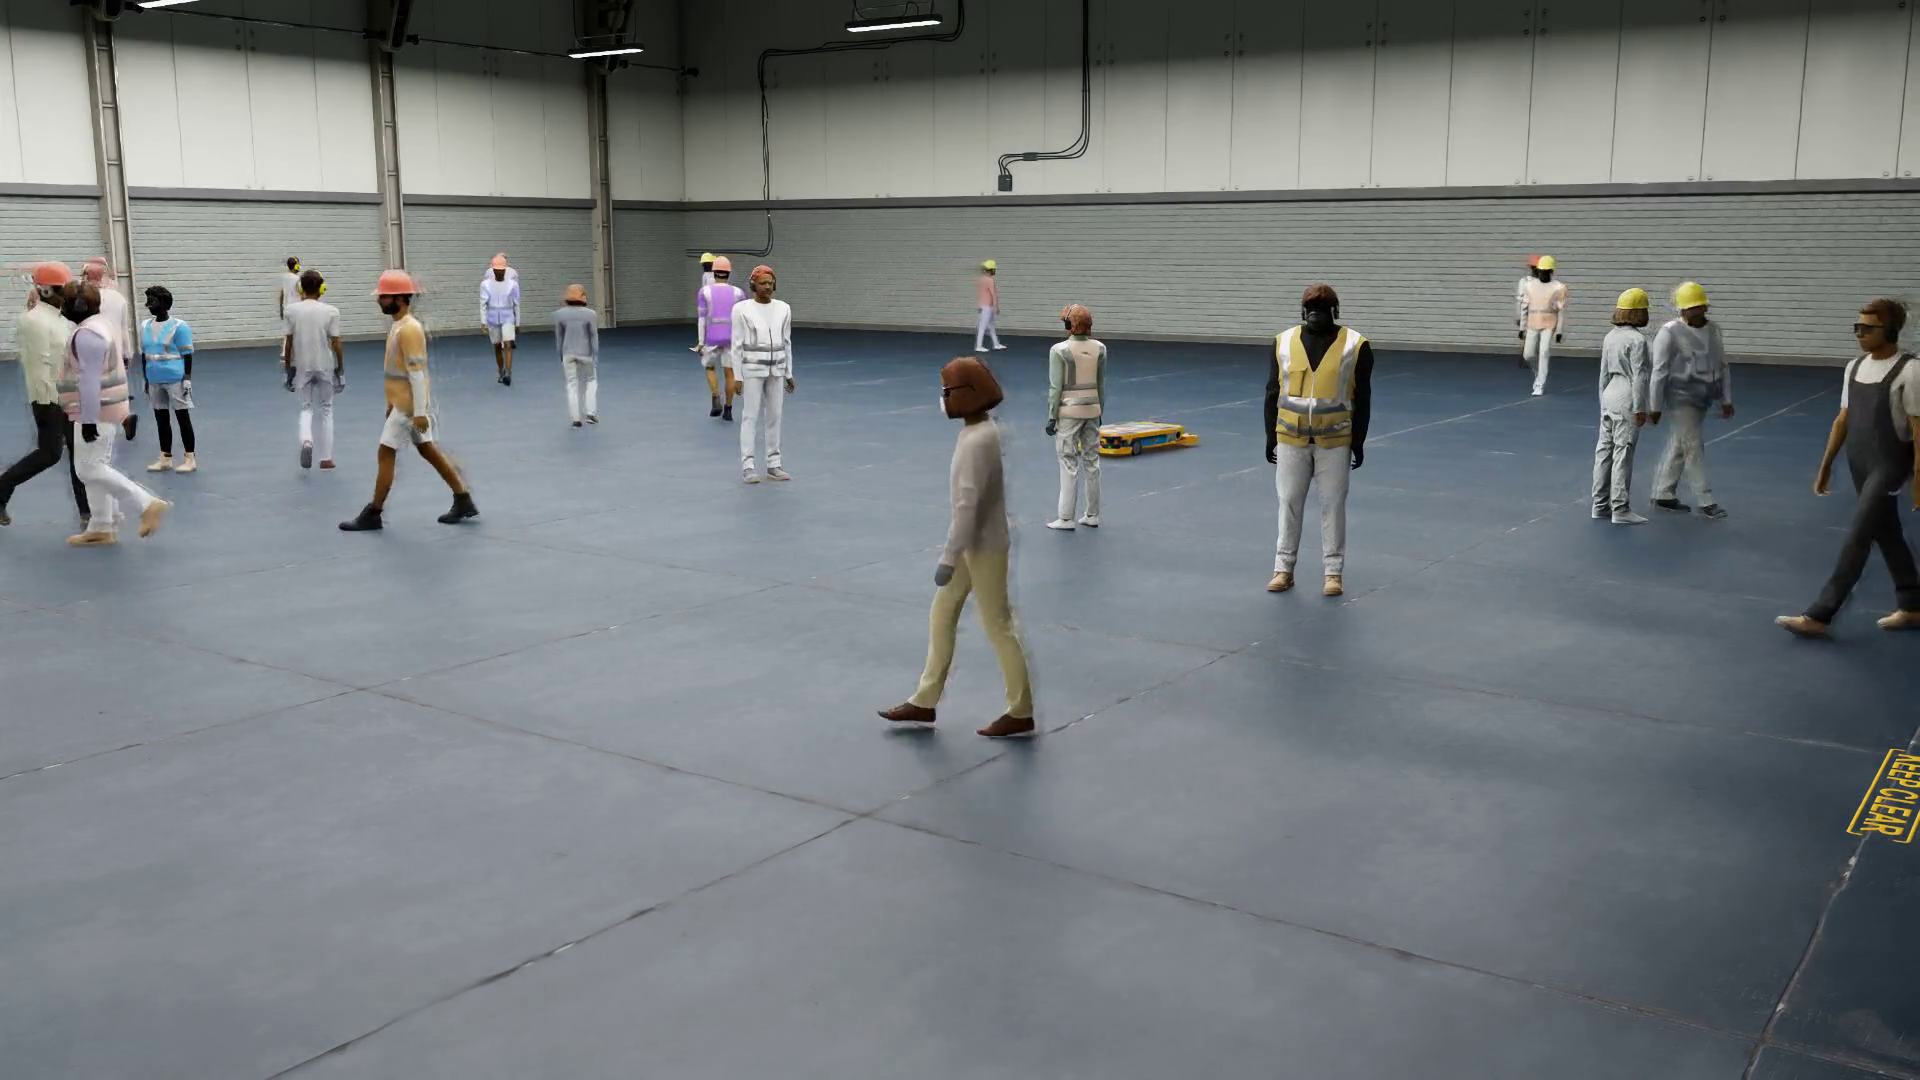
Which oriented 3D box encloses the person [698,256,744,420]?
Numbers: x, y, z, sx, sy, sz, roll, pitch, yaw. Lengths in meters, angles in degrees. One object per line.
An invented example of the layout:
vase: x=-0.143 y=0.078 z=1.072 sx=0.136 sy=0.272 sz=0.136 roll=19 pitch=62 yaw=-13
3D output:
person: x=-2.796 y=-2.360 z=19.550 sx=0.573 sy=1.918 sz=0.439 roll=-3 pitch=11 yaw=-16

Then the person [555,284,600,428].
person: x=-4.319 y=-2.084 z=18.861 sx=0.502 sy=1.618 sz=0.494 roll=0 pitch=10 yaw=2

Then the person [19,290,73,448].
person: x=-9.215 y=-1.733 z=16.856 sx=0.412 sy=1.610 sz=0.516 roll=9 pitch=13 yaw=40

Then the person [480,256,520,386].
person: x=-6.759 y=-3.216 z=24.465 sx=0.552 sy=1.885 sz=1.007 roll=-1 pitch=10 yaw=-8

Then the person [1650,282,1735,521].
person: x=5.594 y=-1.047 z=12.583 sx=0.575 sy=1.776 sz=0.776 roll=-6 pitch=12 yaw=-30

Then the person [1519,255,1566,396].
person: x=7.993 y=-2.940 z=22.809 sx=0.614 sy=1.912 sz=0.528 roll=8 pitch=13 yaw=39

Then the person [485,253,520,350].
person: x=-8.969 y=-4.674 z=32.614 sx=0.647 sy=1.889 sz=0.584 roll=-3 pitch=11 yaw=-16

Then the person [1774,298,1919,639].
person: x=4.810 y=-0.371 z=8.783 sx=0.981 sy=1.793 sz=0.538 roll=-2 pitch=10 yaw=-10

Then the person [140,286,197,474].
person: x=-7.173 y=-1.444 z=15.043 sx=0.540 sy=1.695 sz=0.317 roll=3 pitch=11 yaw=16

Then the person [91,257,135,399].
person: x=-11.250 y=-2.783 z=21.971 sx=0.681 sy=1.892 sz=0.512 roll=3 pitch=10 yaw=15

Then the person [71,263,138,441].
person: x=-8.965 y=-1.961 z=17.446 sx=0.804 sy=1.884 sz=0.651 roll=4 pitch=11 yaw=20

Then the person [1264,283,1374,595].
person: x=2.108 y=-0.595 z=9.873 sx=0.625 sy=1.846 sz=0.429 roll=4 pitch=11 yaw=20

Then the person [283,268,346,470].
person: x=-5.873 y=-1.535 z=15.118 sx=0.540 sy=1.851 sz=0.533 roll=-2 pitch=10 yaw=-10

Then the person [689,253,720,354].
person: x=-4.735 y=-4.411 z=31.131 sx=0.941 sy=1.881 sz=0.611 roll=-6 pitch=12 yaw=-32

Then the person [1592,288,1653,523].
person: x=4.966 y=-1.000 z=12.421 sx=0.308 sy=1.744 sz=0.485 roll=-2 pitch=10 yaw=-11

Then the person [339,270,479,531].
person: x=-4.023 y=-1.018 z=12.140 sx=0.995 sy=1.894 sz=0.559 roll=-4 pitch=11 yaw=-20

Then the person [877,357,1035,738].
person: x=-0.027 y=0.047 z=6.937 sx=0.762 sy=1.600 sz=0.519 roll=0 pitch=10 yaw=-3

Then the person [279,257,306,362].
person: x=-11.691 y=-4.072 z=29.412 sx=0.558 sy=1.815 sz=0.975 roll=6 pitch=12 yaw=29

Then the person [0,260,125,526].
person: x=-6.696 y=-1.050 z=12.119 sx=0.862 sy=1.961 sz=0.623 roll=-3 pitch=10 yaw=-15

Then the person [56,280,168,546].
person: x=-5.839 y=-0.856 z=11.367 sx=0.572 sy=1.831 sz=0.637 roll=-4 pitch=11 yaw=-20

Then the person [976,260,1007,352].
person: x=0.641 y=-4.472 z=31.860 sx=0.784 sy=1.733 sz=0.553 roll=-4 pitch=11 yaw=-20

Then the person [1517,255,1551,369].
person: x=9.435 y=-3.722 z=27.302 sx=0.549 sy=1.890 sz=1.029 roll=-2 pitch=10 yaw=-12

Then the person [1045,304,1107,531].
person: x=0.846 y=-0.885 z=12.067 sx=0.515 sy=1.641 sz=0.308 roll=-7 pitch=13 yaw=-36

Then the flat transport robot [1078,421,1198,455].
flat transport robot: x=1.718 y=-1.036 z=16.748 sx=0.652 sy=0.197 sz=1.431 roll=9 pitch=14 yaw=42

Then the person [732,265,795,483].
person: x=-1.716 y=-1.444 z=14.517 sx=0.584 sy=1.882 sz=0.337 roll=-7 pitch=12 yaw=-34
